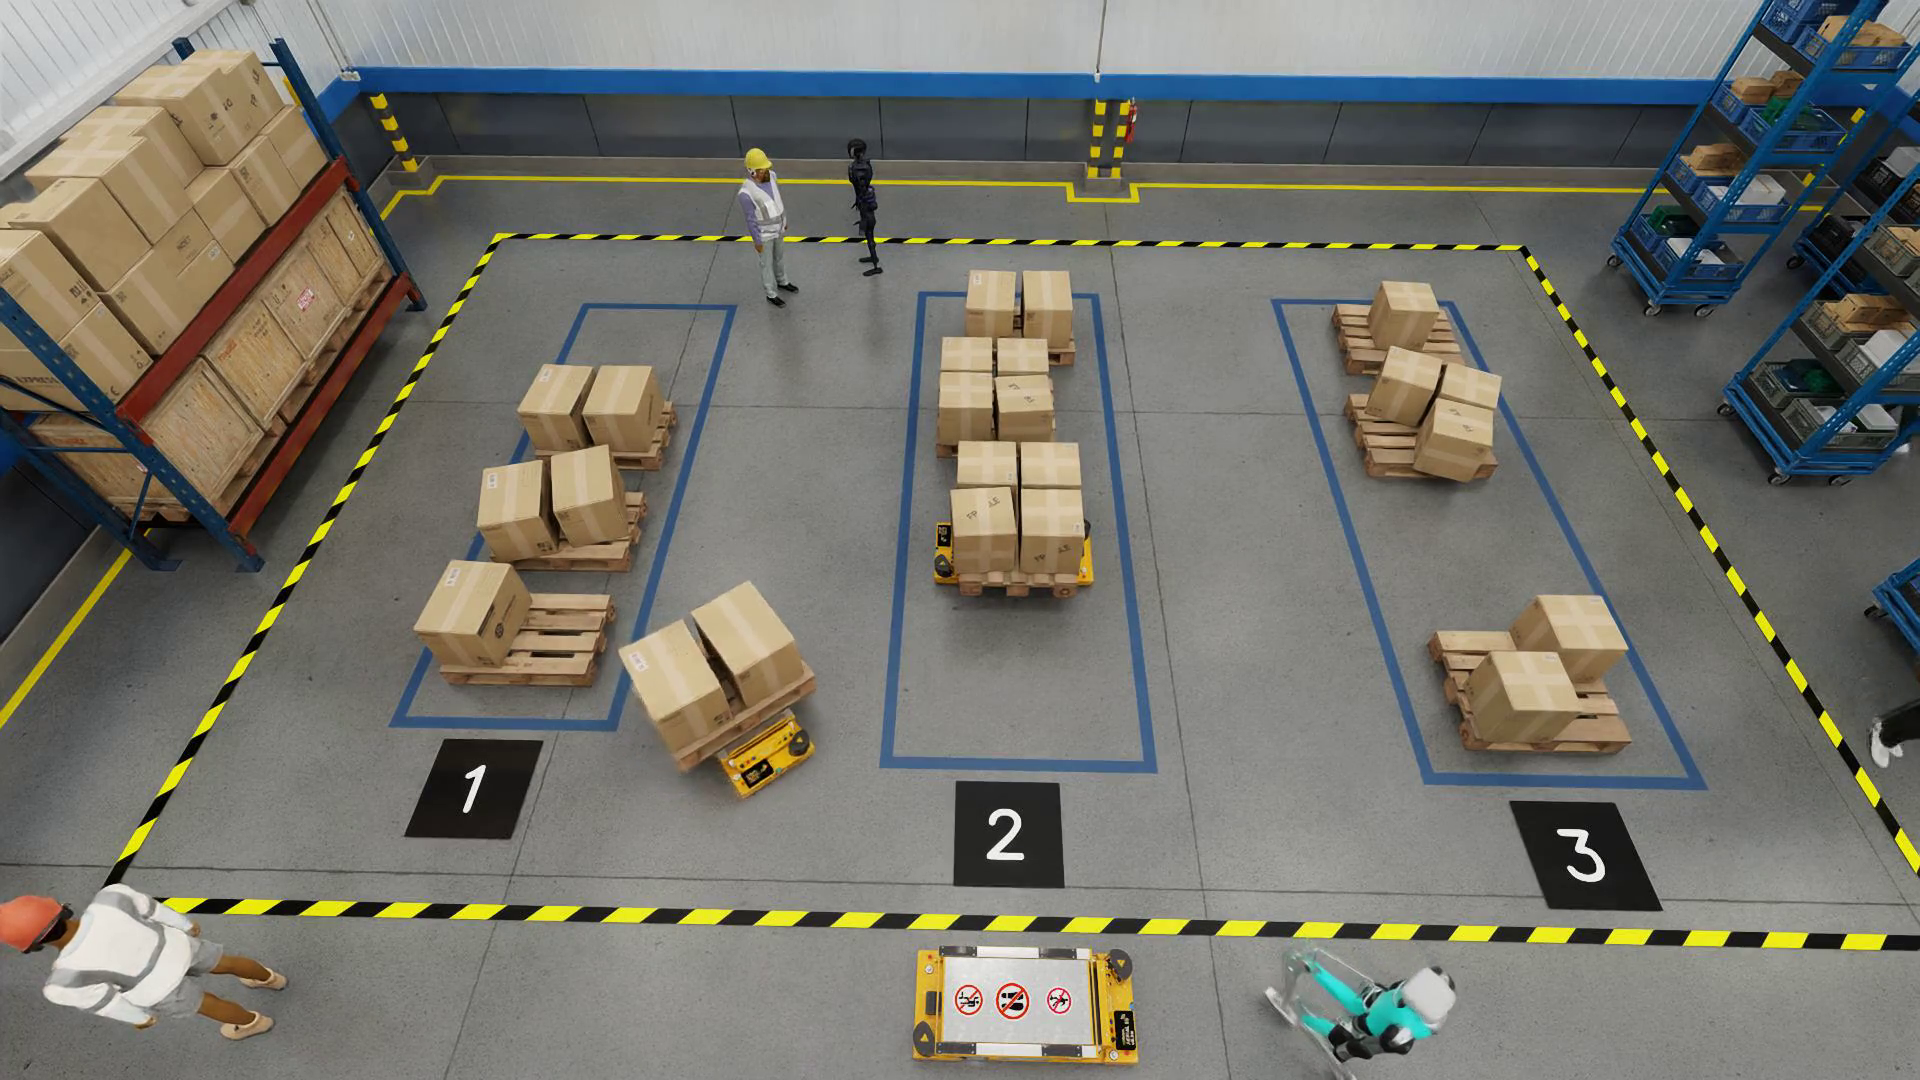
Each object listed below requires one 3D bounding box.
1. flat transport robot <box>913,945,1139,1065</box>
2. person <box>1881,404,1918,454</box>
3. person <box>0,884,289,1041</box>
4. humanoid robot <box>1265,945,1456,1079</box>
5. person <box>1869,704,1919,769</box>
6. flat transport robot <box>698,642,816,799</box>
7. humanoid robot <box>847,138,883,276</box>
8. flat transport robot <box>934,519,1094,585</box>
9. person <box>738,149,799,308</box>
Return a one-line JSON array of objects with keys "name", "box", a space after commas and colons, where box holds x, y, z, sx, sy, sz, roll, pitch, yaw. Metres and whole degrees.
[{"name": "flat transport robot", "box": [0.422, 3.041, 6.007, 1.431, 0.231, 0.659, 1, 51, 1]}, {"name": "person", "box": [9.568, -1.675, 8.846, 0.524, 1.829, 0.912, 8, 51, 6]}, {"name": "person", "box": [-4.683, 2.492, 5.317, 0.400, 2.034, 0.607, -1, 51, -1]}, {"name": "humanoid robot", "box": [2.222, 2.695, 5.352, 0.532, 1.740, 1.031, -35, 59, -25]}, {"name": "person", "box": [7.371, 1.109, 6.578, 0.588, 1.833, 0.555, 1, 51, 1]}, {"name": "flat transport robot", "box": [-1.826, 1.327, 7.386, 0.652, 0.197, 1.431, -31, 57, -23]}, {"name": "humanoid robot", "box": [-1.125, -3.893, 10.740, 0.315, 1.659, 0.599, -7, 51, -6]}, {"name": "flat transport robot", "box": [0.490, 0.087, 8.397, 1.431, 0.197, 0.652, 1, 51, 1]}, {"name": "person", "box": [-2.152, -3.515, 10.339, 0.404, 1.837, 0.589, 20, 54, 15]}]
